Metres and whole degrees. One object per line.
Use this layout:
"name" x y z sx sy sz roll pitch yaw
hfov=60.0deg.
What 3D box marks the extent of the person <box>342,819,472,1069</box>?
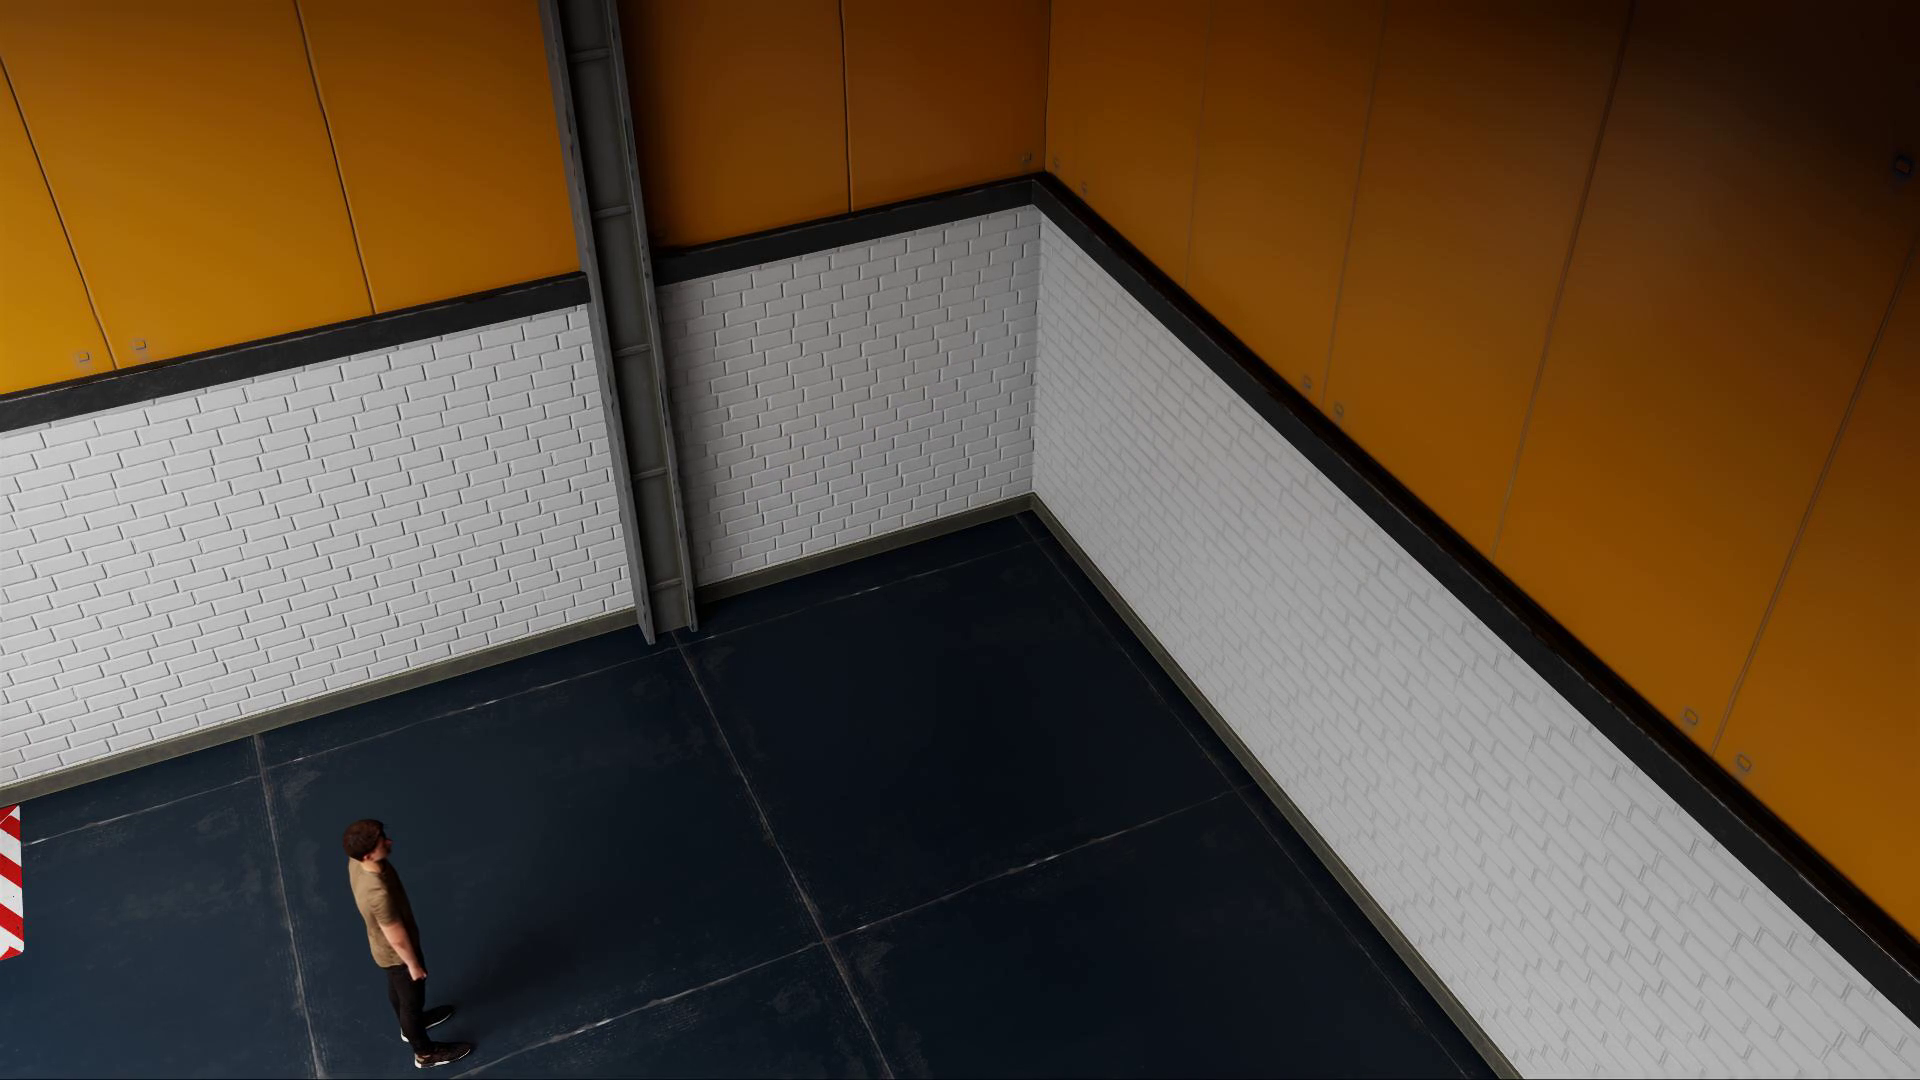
"person" -3.131 2.216 9.207 0.575 1.851 0.665 -19 42 -22
